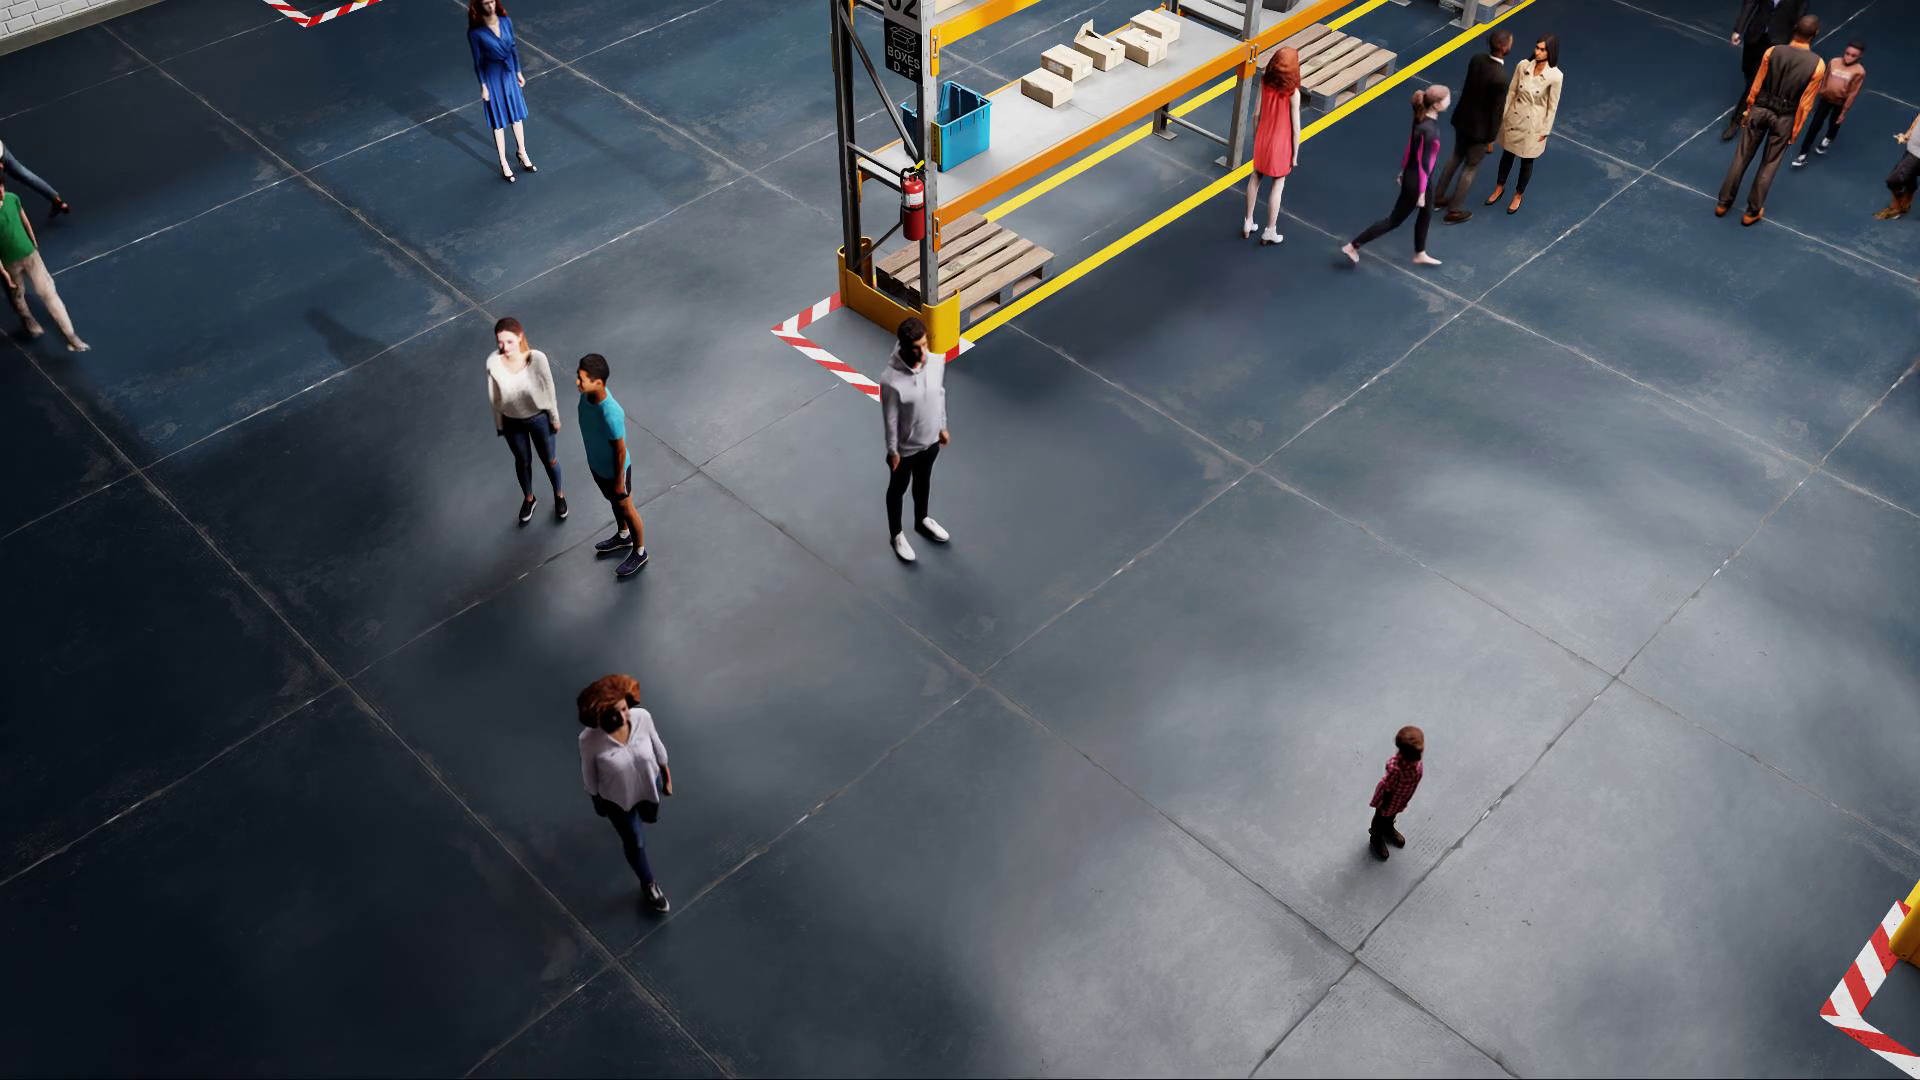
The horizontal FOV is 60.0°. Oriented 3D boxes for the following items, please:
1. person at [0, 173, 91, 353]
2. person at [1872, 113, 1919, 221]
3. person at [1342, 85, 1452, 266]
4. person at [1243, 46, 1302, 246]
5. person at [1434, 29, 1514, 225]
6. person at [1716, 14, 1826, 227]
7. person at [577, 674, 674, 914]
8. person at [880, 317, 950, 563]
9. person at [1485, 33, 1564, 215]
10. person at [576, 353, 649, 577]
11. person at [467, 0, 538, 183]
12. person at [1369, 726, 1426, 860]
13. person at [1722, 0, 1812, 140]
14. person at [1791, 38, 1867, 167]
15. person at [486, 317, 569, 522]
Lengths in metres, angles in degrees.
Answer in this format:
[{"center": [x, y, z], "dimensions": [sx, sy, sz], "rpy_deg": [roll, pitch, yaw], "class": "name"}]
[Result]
[{"center": [-7.558, -2.243, 13.213], "dimensions": [0.736, 1.599, 1.093], "rpy_deg": [29, 51, 27], "class": "person"}, {"center": [8.551, -3.498, 14.643], "dimensions": [0.763, 1.444, 0.705], "rpy_deg": [5, 44, 5], "class": "person"}, {"center": [3.726, -2.989, 13.913], "dimensions": [1.102, 1.713, 1.090], "rpy_deg": [2, 44, 2], "class": "person"}, {"center": [2.676, -3.364, 14.224], "dimensions": [0.598, 1.827, 0.491], "rpy_deg": [34, 53, 30], "class": "person"}, {"center": [4.460, -3.594, 14.492], "dimensions": [0.699, 1.790, 0.736], "rpy_deg": [-17, 46, -17], "class": "person"}, {"center": [7.065, -3.653, 14.470], "dimensions": [0.709, 1.906, 0.634], "rpy_deg": [28, 50, 27], "class": "person"}, {"center": [-1.911, 1.334, 9.398], "dimensions": [1.030, 1.682, 0.835], "rpy_deg": [-24, 48, -23], "class": "person"}, {"center": [-0.331, -0.719, 11.374], "dimensions": [0.545, 1.930, 0.744], "rpy_deg": [-31, 52, -28], "class": "person"}, {"center": [4.991, -3.673, 14.653], "dimensions": [0.499, 1.682, 0.640], "rpy_deg": [-35, 53, -31], "class": "person"}, {"center": [-2.370, -0.532, 11.288], "dimensions": [0.575, 1.777, 0.646], "rpy_deg": [-26, 49, -25], "class": "person"}, {"center": [-4.149, -4.131, 15.028], "dimensions": [0.660, 1.829, 0.491], "rpy_deg": [34, 53, 30], "class": "person"}, {"center": [2.572, 1.449, 9.756], "dimensions": [0.420, 1.022, 0.516], "rpy_deg": [-25, 49, -24], "class": "person"}, {"center": [7.647, -4.801, 15.708], "dimensions": [0.795, 1.861, 1.235], "rpy_deg": [30, 51, 28], "class": "person"}, {"center": [8.153, -4.089, 15.424], "dimensions": [0.909, 1.222, 0.547], "rpy_deg": [-32, 52, -29], "class": "person"}, {"center": [-3.043, -0.849, 11.683], "dimensions": [0.689, 1.691, 0.765], "rpy_deg": [-3, 44, -3], "class": "person"}]
